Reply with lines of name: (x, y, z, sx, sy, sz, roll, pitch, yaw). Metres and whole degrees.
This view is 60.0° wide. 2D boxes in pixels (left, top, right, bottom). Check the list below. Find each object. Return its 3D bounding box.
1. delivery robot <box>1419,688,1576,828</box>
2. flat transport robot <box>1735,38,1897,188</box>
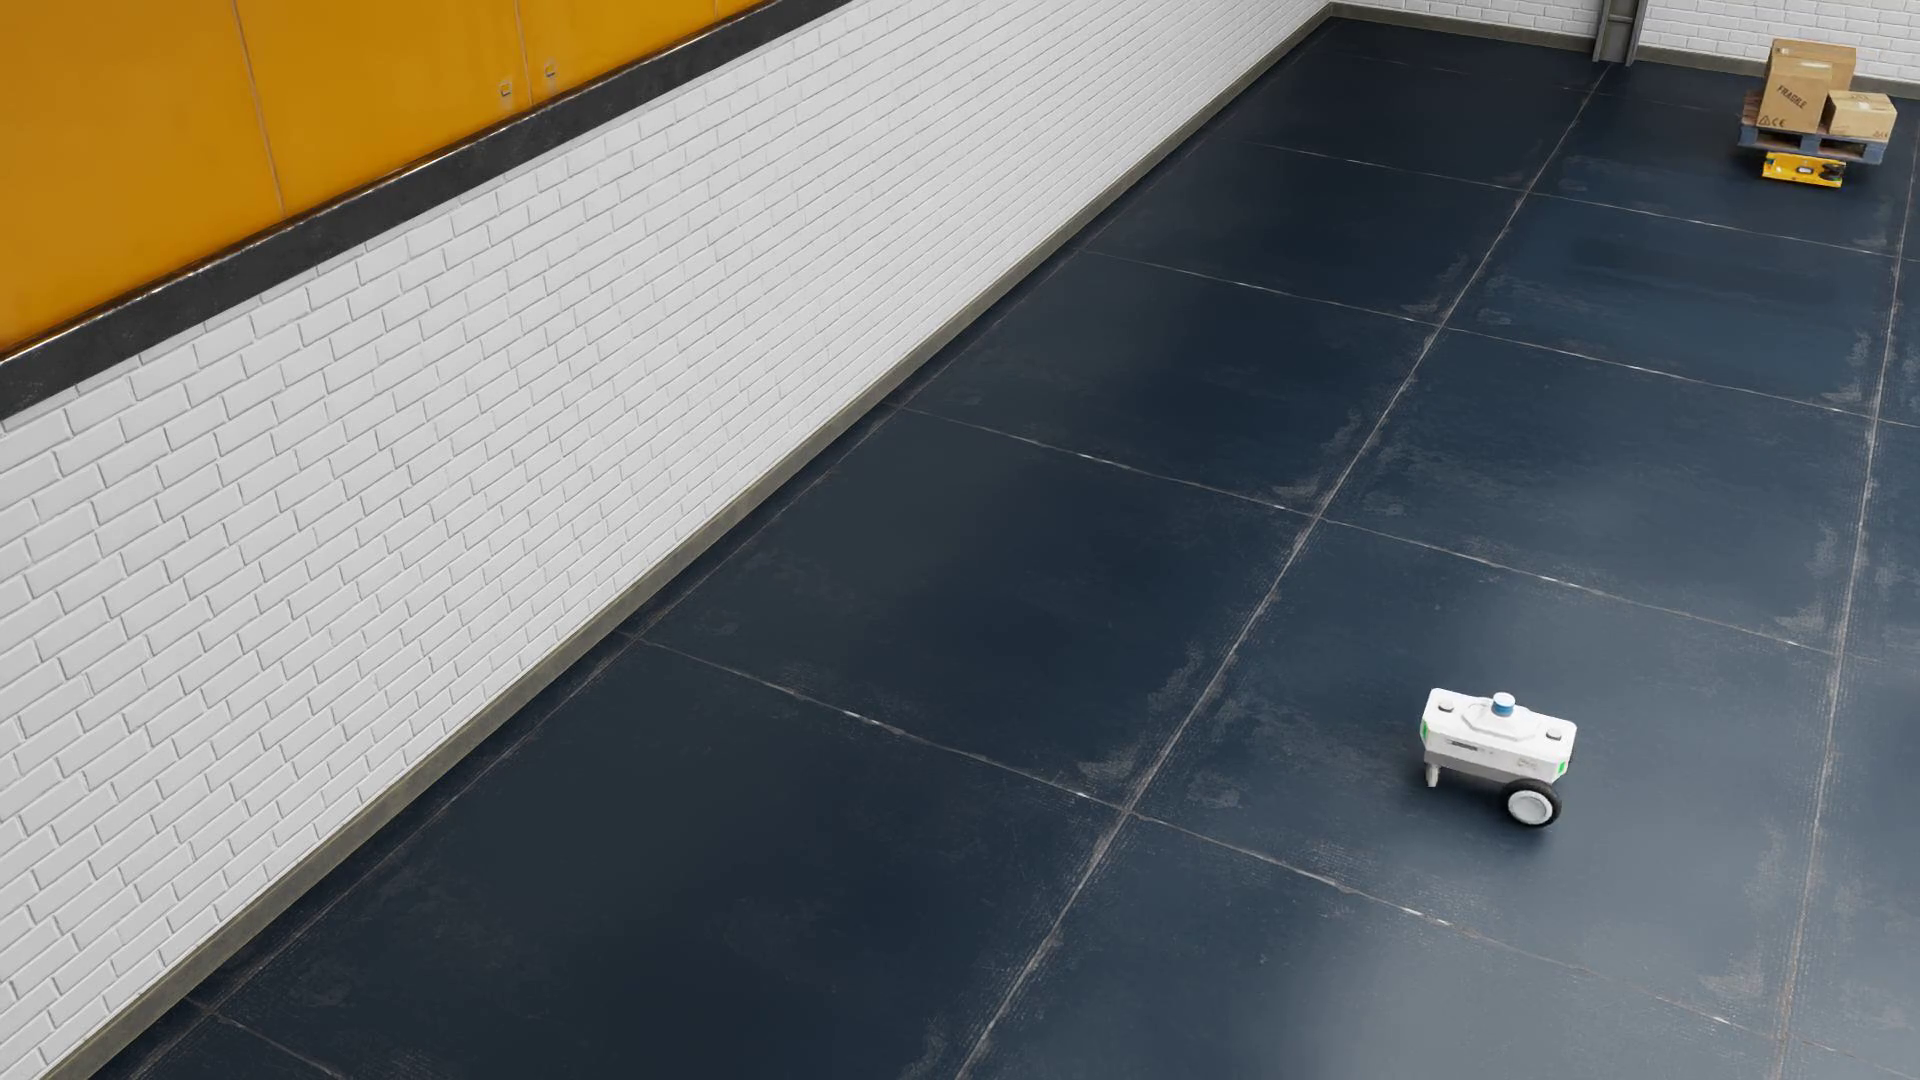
delivery robot: (2.665, 1.029, 8.203, 0.781, 0.609, 0.499, 14, 36, 20)
flat transport robot: (7.800, -3.616, 15.357, 0.659, 0.231, 1.431, 14, 36, 19)
